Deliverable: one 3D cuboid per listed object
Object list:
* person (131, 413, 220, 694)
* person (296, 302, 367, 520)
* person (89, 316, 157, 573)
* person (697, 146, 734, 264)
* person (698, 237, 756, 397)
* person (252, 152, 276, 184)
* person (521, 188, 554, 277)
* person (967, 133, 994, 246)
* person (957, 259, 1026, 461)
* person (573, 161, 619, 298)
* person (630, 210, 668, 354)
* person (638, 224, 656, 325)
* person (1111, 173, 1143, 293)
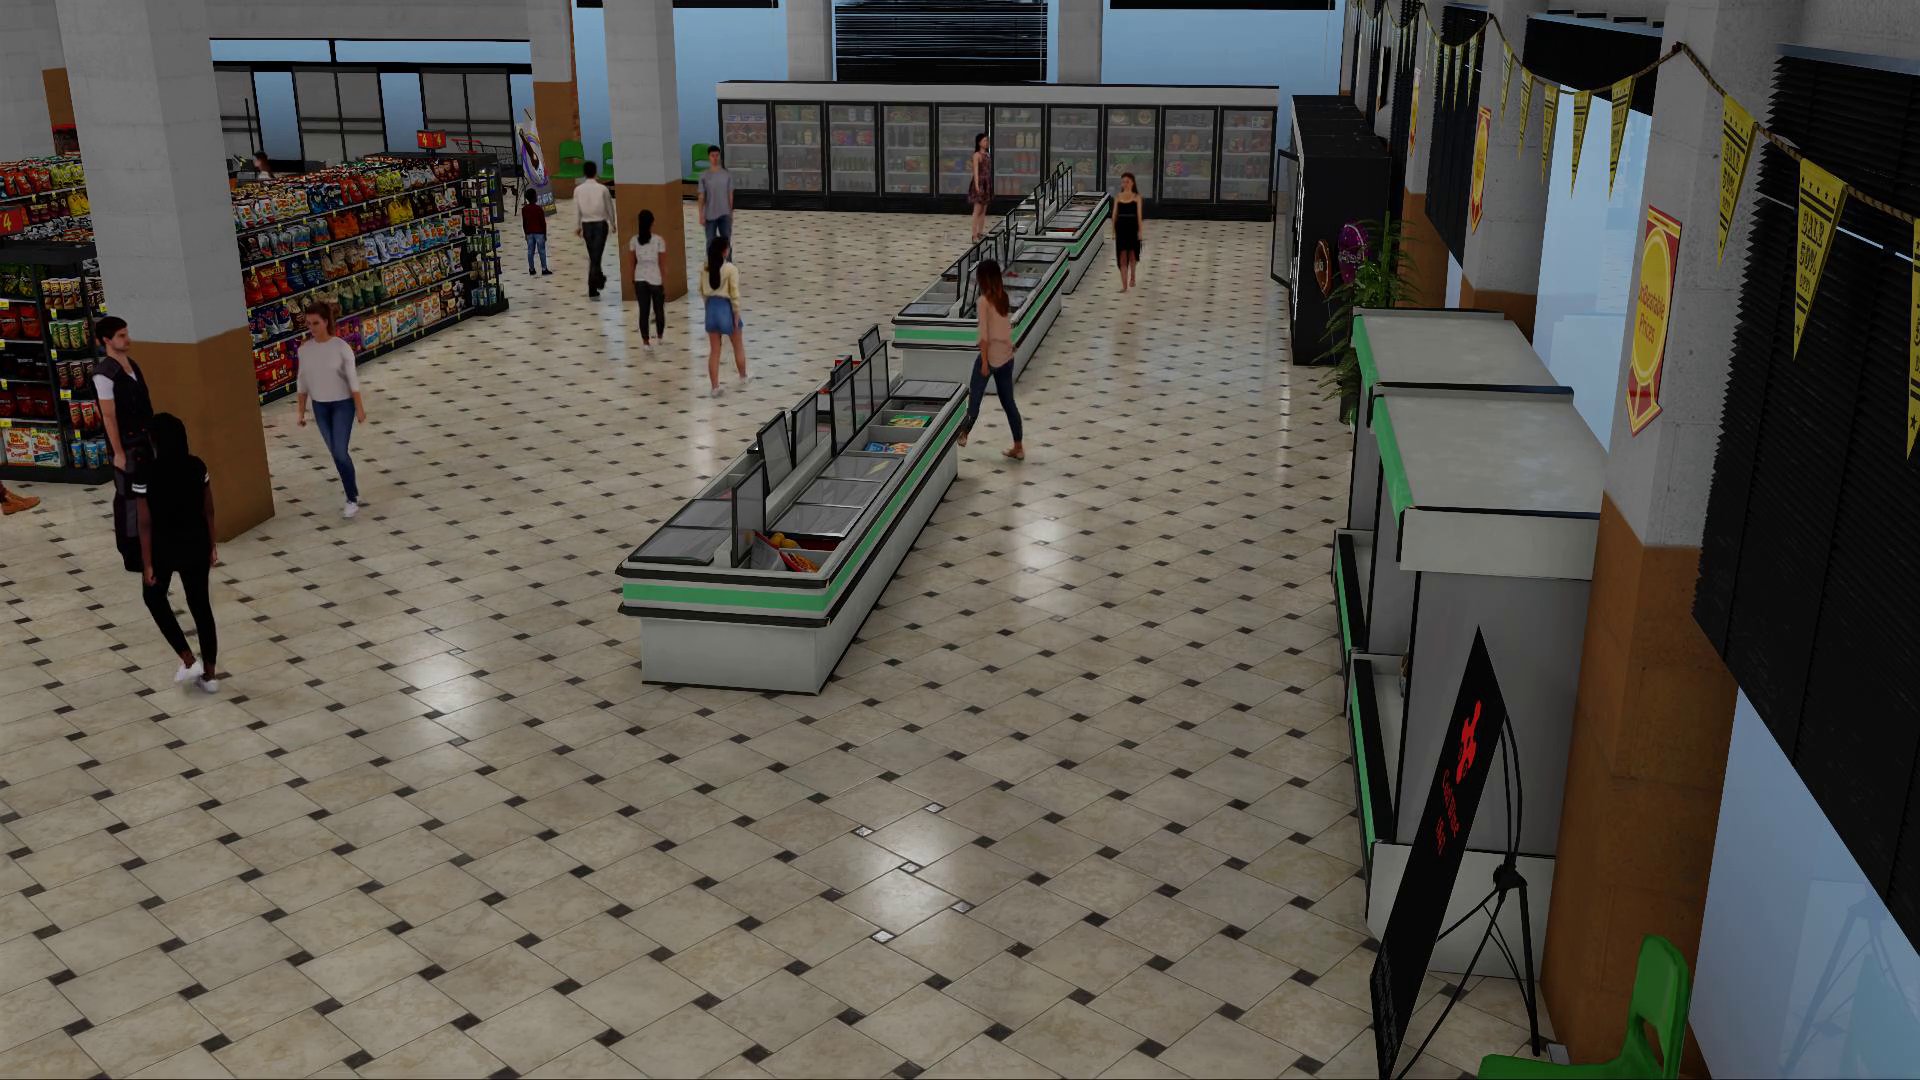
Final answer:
[{"bbox_3d":[-4.570,0.110,9.825,0.830,1.719,0.750,16,24,39],"label":"person"},{"bbox_3d":[-4.981,-1.062,13.322,0.610,1.706,0.726,4,19,11],"label":"person"},{"bbox_3d":[-6.014,-0.700,12.026,0.742,1.848,0.571,0,19,-1],"label":"person"},{"bbox_3d":[-3.497,-4.643,23.736,1.102,1.838,1.304,-7,20,-20],"label":"person"},{"bbox_3d":[-2.492,-2.265,17.060,0.751,1.598,1.021,6,19,17],"label":"person"},{"bbox_3d":[-10.230,-4.937,24.899,0.906,1.651,1.069,-2,19,-7],"label":"person"},{"bbox_3d":[-6.161,-4.464,24.116,0.499,1.256,0.480,3,19,10],"label":"person"},{"bbox_3d":[0.351,-5.662,26.858,0.826,1.773,0.731,11,22,30],"label":"person"},{"bbox_3d":[0.370,-1.550,14.716,1.140,1.740,1.116,-17,25,-41],"label":"person"},{"bbox_3d":[-4.923,-4.128,22.327,0.693,1.762,1.134,2,19,7],"label":"person"},{"bbox_3d":[-3.552,-2.898,18.932,0.727,1.601,1.167,0,19,-1],"label":"person"},{"bbox_3d":[-3.831,-3.371,20.809,0.604,1.298,0.685,8,20,22],"label":"person"},{"bbox_3d":[2.325,-4.232,22.871,0.614,1.612,0.688,5,19,15],"label":"person"}]
